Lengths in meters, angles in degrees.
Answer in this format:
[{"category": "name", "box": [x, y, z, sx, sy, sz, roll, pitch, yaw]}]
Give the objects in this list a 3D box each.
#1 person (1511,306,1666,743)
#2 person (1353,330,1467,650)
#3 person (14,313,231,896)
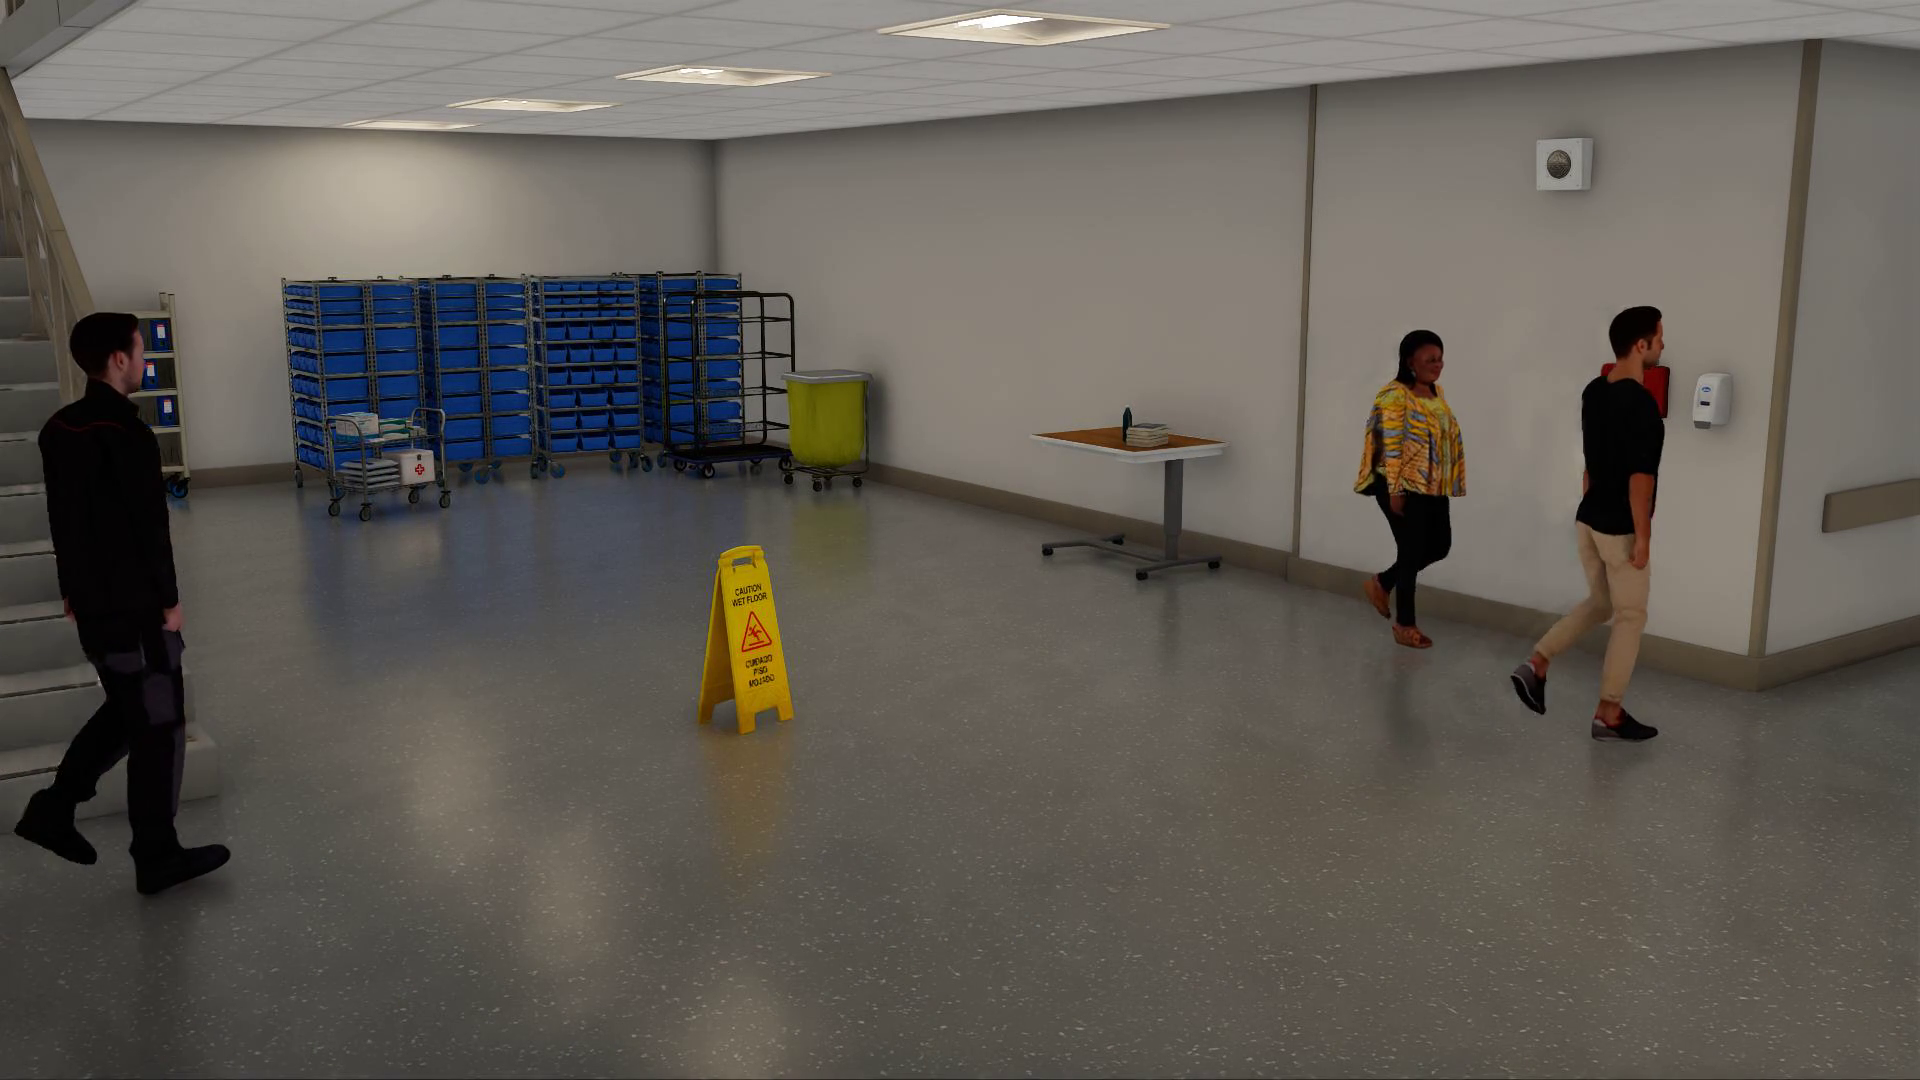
[{"category": "person", "box": [2.662, 0.137, 7.011, 0.873, 1.468, 0.832, -2, 11, -10]}, {"category": "person", "box": [2.296, -0.262, 8.644, 0.740, 1.643, 0.827, -9, 14, -40]}, {"category": "person", "box": [-2.757, 0.238, 5.334, 0.878, 1.896, 0.895, 8, 13, 35]}]
